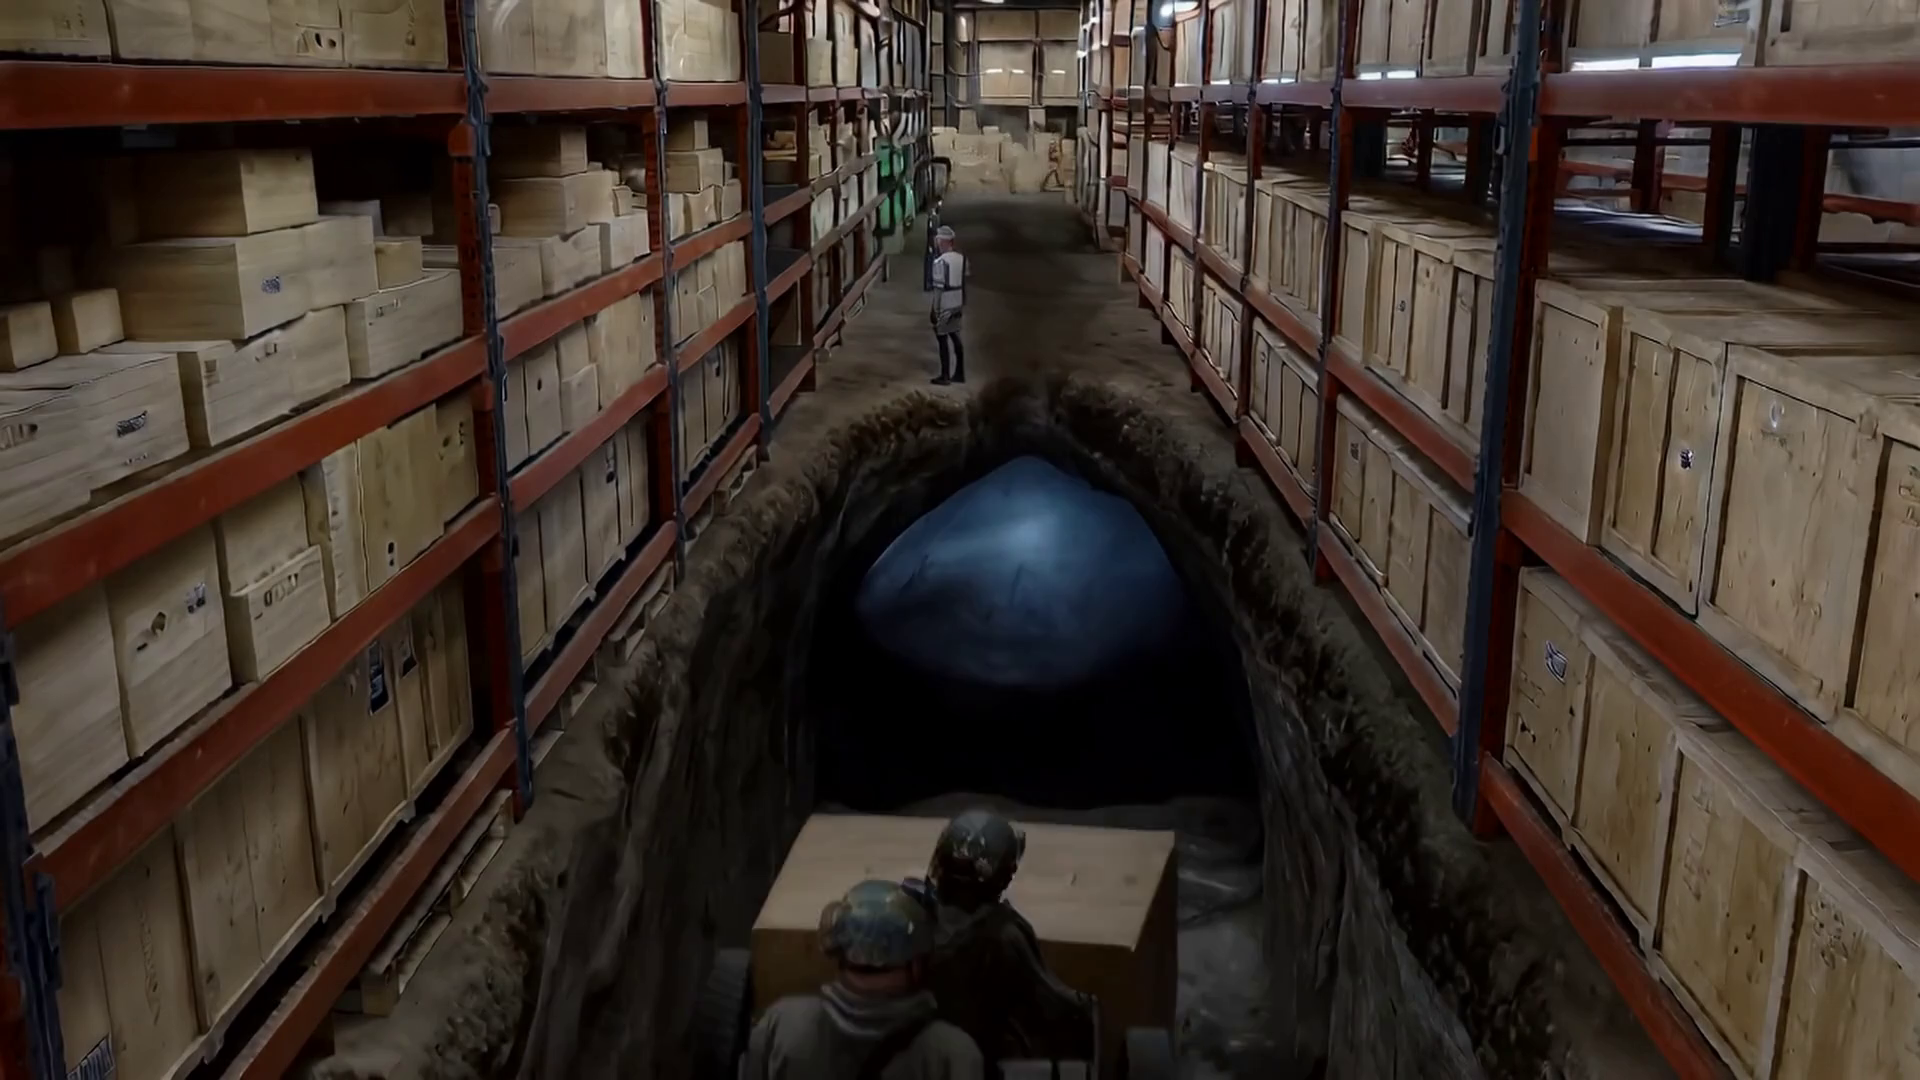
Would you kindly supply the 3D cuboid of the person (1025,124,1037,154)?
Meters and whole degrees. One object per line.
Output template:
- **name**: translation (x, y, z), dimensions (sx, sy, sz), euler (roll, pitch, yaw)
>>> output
- **person**: translation (3.655, -20.393, 85.506), dimensions (0.609, 1.909, 0.438), euler (3, 15, 11)

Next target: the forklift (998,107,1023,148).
- **forklift**: translation (2.116, -19.879, 81.755), dimensions (1.873, 2.768, 1.129), euler (2, 15, 8)

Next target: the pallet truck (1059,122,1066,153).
- **pallet truck**: translation (5.788, -21.111, 88.014), dimensions (1.885, 1.965, 0.823), euler (5, 16, 18)

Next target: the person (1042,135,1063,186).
- **person**: translation (3.538, -14.492, 63.573), dimensions (0.879, 1.909, 0.549), euler (-4, 16, -14)

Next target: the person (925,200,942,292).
- **person**: translation (-0.464, -5.230, 29.638), dimensions (0.280, 1.625, 0.493), euler (6, 16, 22)

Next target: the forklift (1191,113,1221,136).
- **forklift**: translation (8.276, -13.018, 56.228), dimensions (1.129, 2.768, 1.873), euler (8, 17, 26)

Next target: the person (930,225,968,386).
- **person**: translation (-0.159, -2.839, 20.171), dimensions (0.383, 1.929, 0.538), euler (13, 20, 39)
